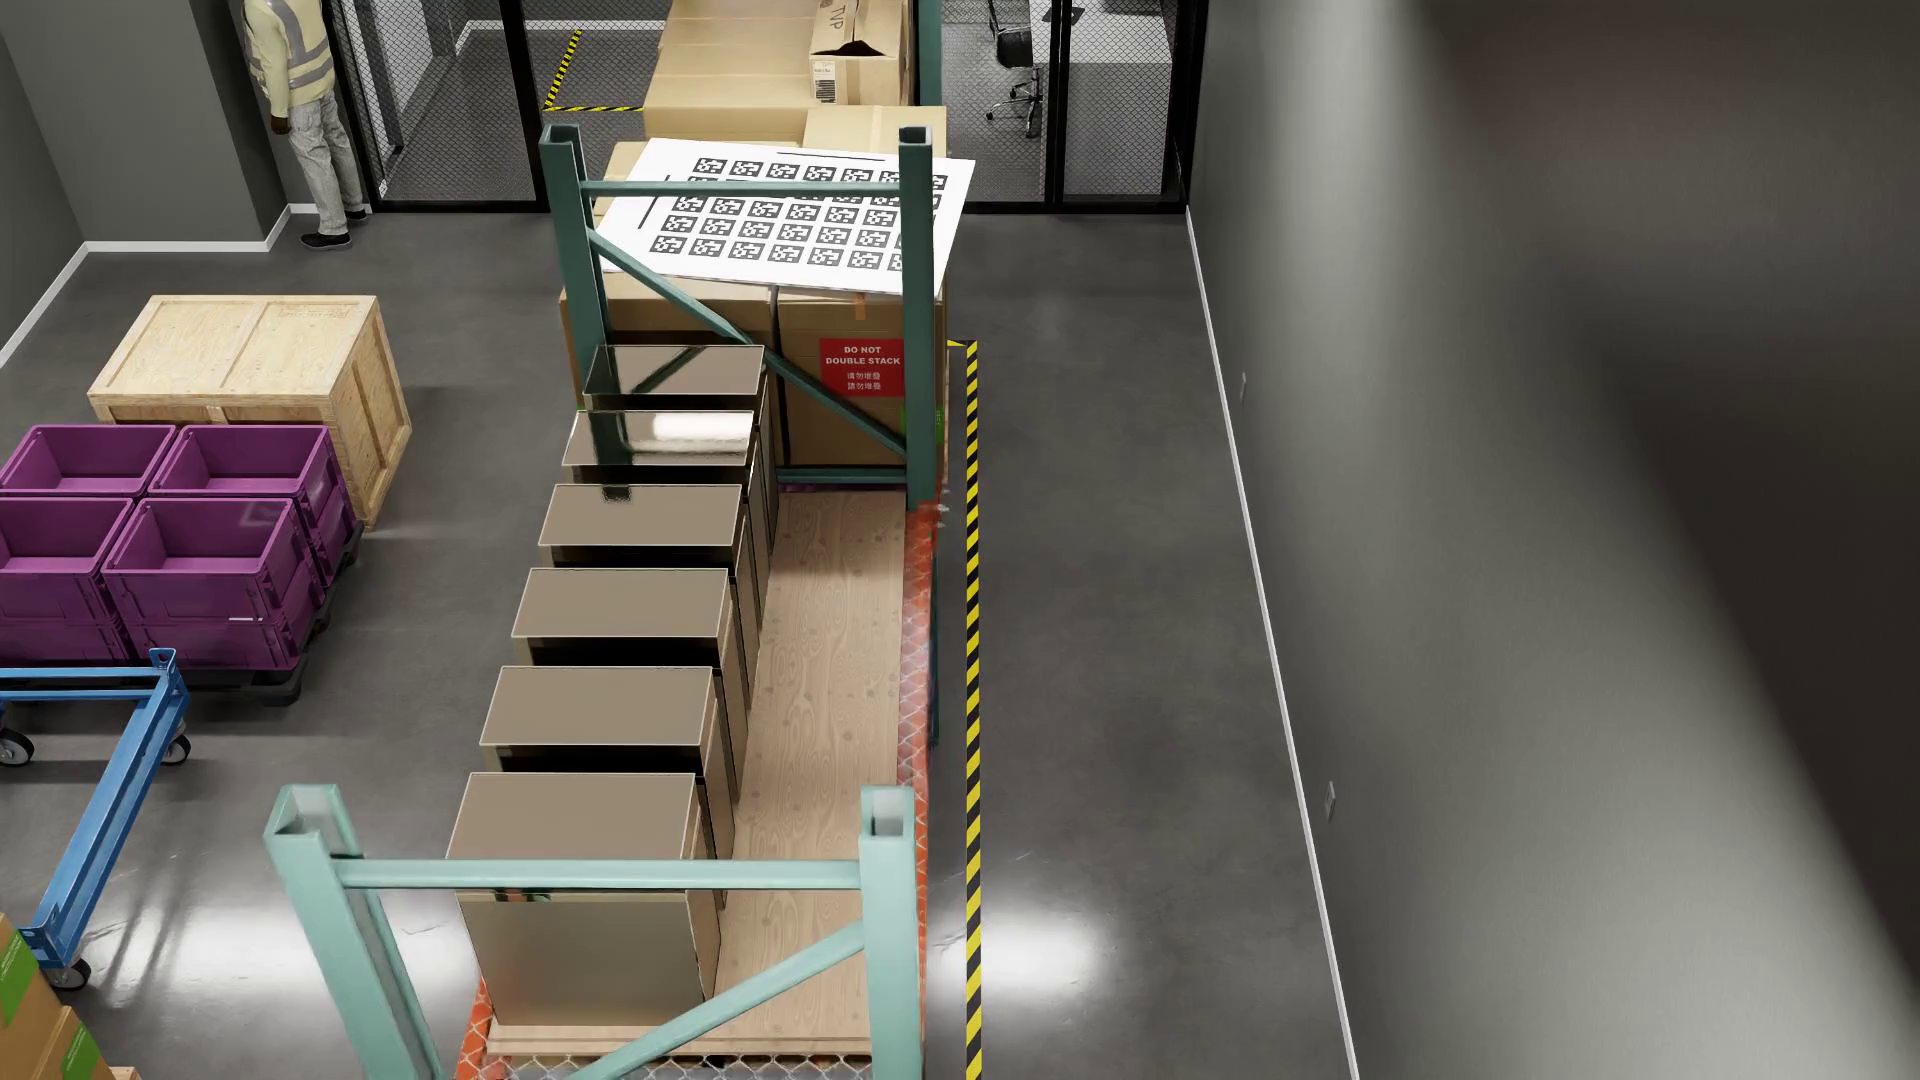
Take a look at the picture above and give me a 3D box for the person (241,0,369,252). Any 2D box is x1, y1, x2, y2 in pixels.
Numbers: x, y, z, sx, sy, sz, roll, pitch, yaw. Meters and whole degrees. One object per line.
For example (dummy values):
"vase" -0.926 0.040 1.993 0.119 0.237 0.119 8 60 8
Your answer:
"person" -3.471 -2.392 8.700 0.404 1.833 0.590 5 41 5
